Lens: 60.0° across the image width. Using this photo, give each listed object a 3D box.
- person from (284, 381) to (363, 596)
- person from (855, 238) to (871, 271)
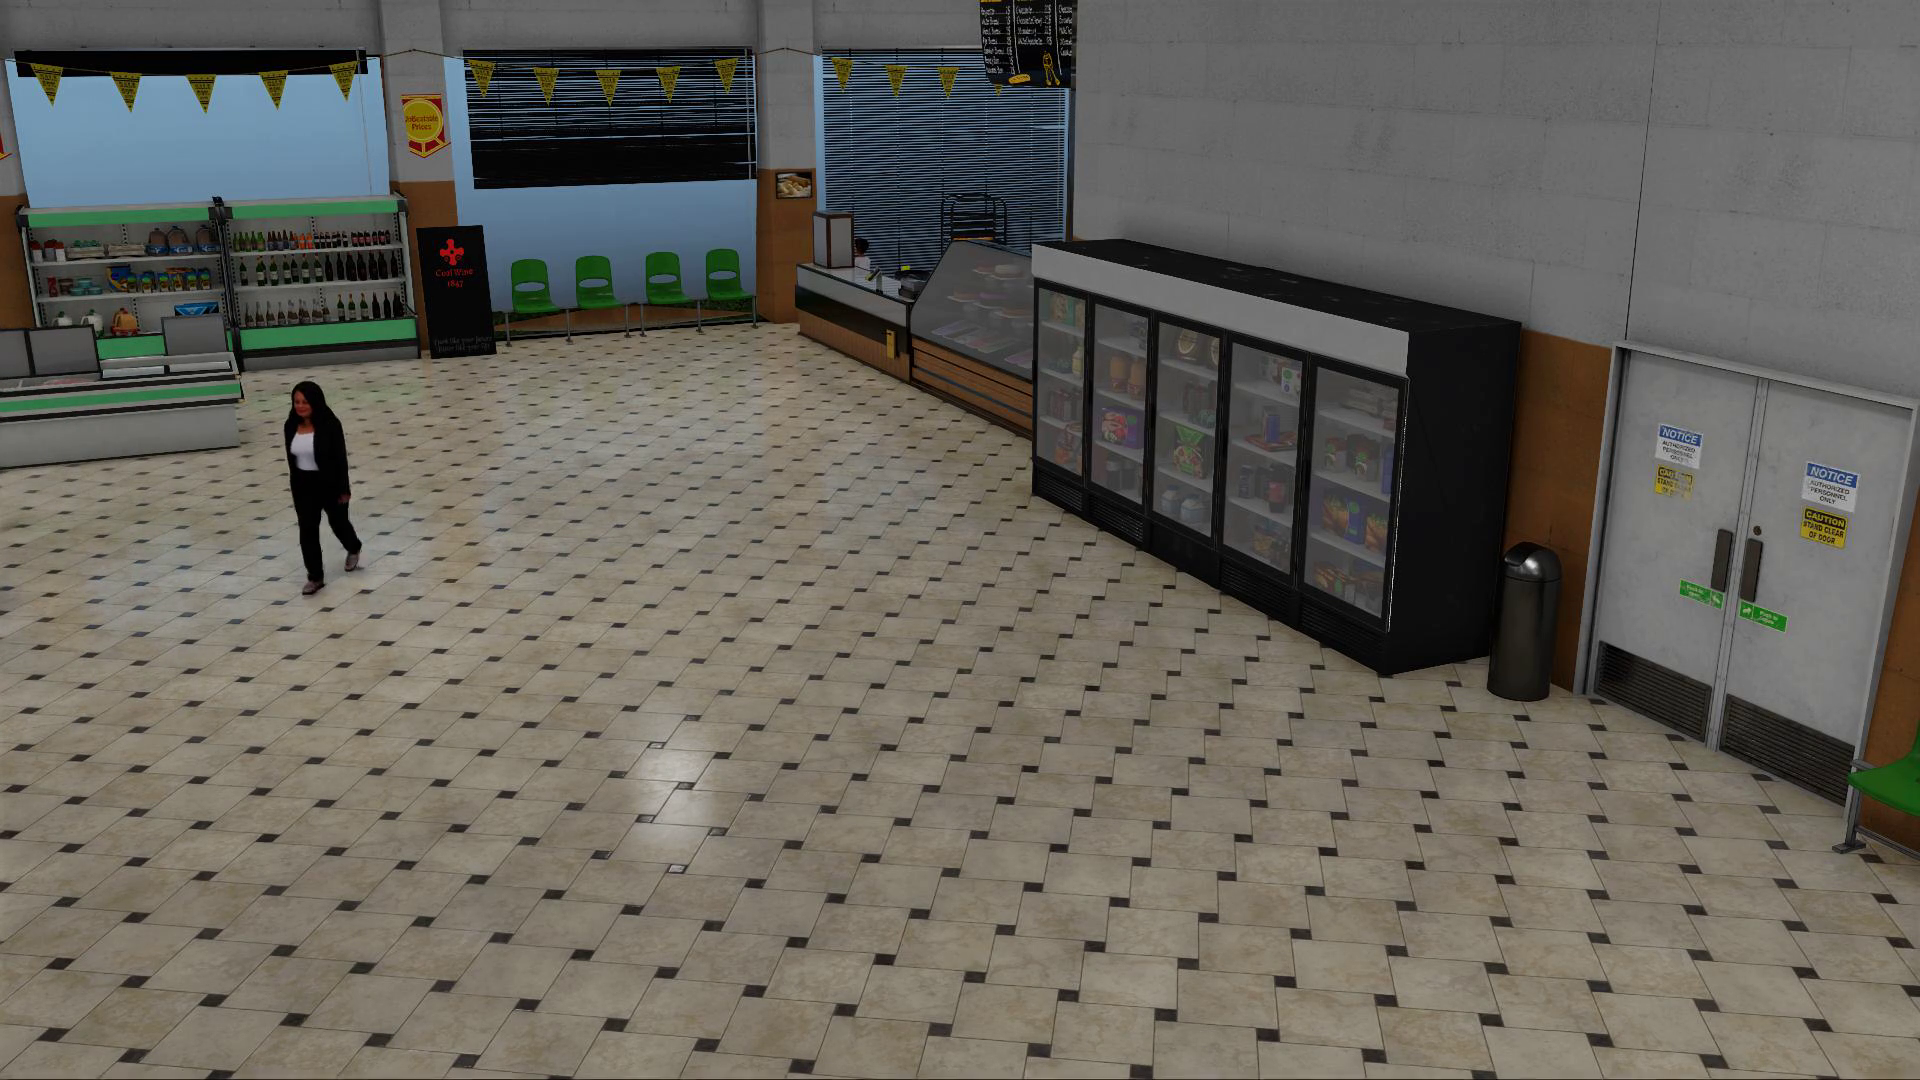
[{"bbox_3d":[-4.832,-0.427,12.687,1.050,1.590,0.972,0,17,0],"label":"person"},{"bbox_3d":[-1.434,-3.773,24.274,0.622,1.261,0.528,15,22,40],"label":"person"}]
